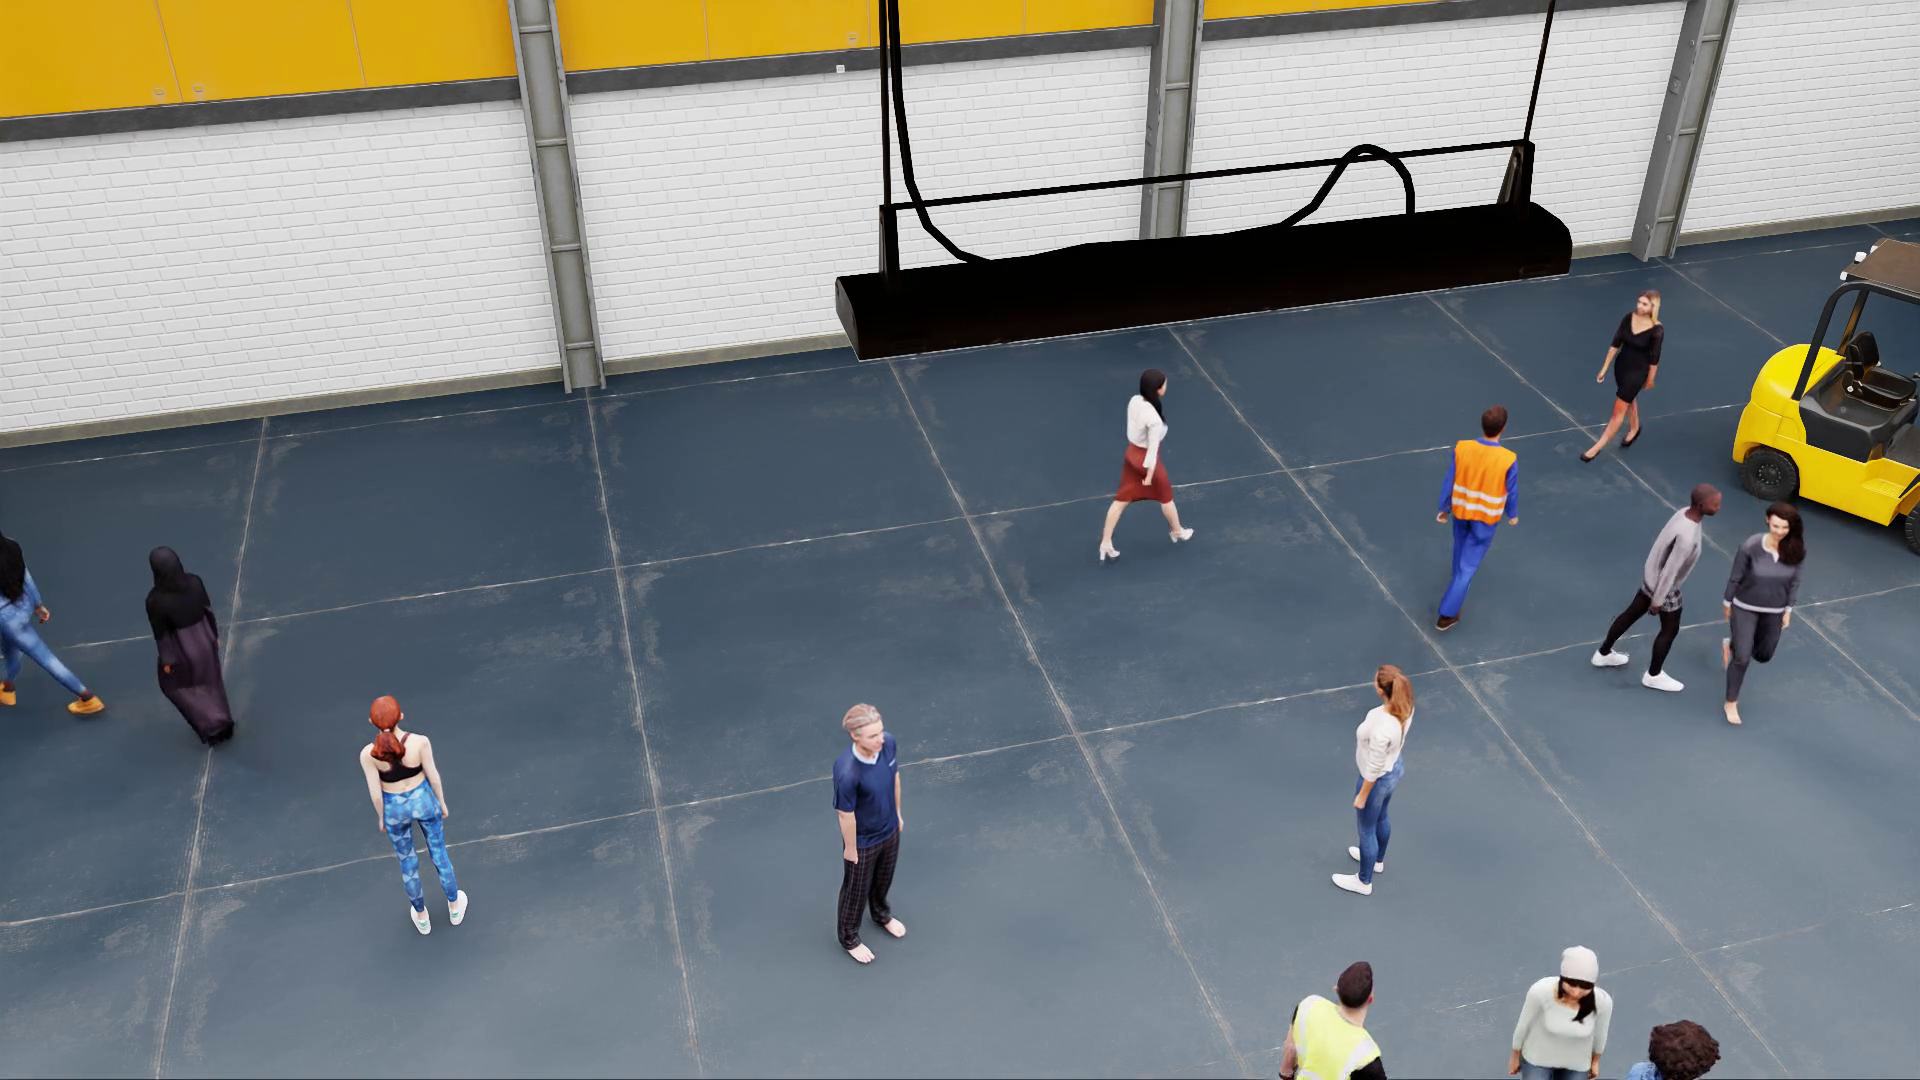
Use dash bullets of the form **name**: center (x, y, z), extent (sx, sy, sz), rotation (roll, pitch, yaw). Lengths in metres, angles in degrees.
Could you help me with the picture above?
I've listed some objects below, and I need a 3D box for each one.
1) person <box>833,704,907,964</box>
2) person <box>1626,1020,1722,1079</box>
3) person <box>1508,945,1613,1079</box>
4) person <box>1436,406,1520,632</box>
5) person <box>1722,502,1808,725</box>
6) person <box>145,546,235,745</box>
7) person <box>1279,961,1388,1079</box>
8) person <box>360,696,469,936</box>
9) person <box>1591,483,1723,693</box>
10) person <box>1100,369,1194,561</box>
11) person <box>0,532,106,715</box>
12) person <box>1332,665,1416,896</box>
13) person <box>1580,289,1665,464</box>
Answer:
- **person**: center (-0.543, 1.699, 9.838), extent (0.790, 1.868, 0.692), rotation (23, 40, 31)
- **person**: center (3.151, 3.028, 7.914), extent (0.638, 1.785, 0.696), rotation (-3, 34, -4)
- **person**: center (3.091, 2.630, 8.650), extent (0.743, 1.632, 0.813), rotation (9, 35, 14)
- **person**: center (3.875, -0.125, 12.620), extent (1.068, 1.827, 1.208), rotation (26, 41, 33)
- **person**: center (5.649, 0.441, 11.840), extent (0.960, 1.747, 0.854), rotation (1, 34, 2)
- **person**: center (-5.302, 0.755, 11.496), extent (0.891, 1.606, 0.840), rotation (21, 39, 28)
- **person**: center (1.756, 2.849, 8.175), extent (1.167, 1.794, 0.875), rotation (-15, 36, -21)
- **person**: center (-3.293, 1.647, 9.992), extent (0.550, 1.785, 0.648), rotation (-12, 36, -18)
- **person**: center (5.018, 0.304, 12.059), extent (1.001, 1.733, 0.885), rotation (9, 35, 13)
- **person**: center (1.400, -0.560, 13.392), extent (1.135, 1.697, 0.752), rotation (-15, 37, -22)
- **person**: center (-6.541, 0.588, 11.697), extent (1.247, 1.661, 0.881), rotation (2, 34, 2)
- **person**: center (2.603, 1.475, 10.305), extent (0.743, 1.725, 0.661), rotation (22, 39, 29)
- **person**: center (6.037, -1.478, 14.838), extent (1.125, 1.625, 0.757), rotation (-18, 37, -25)
